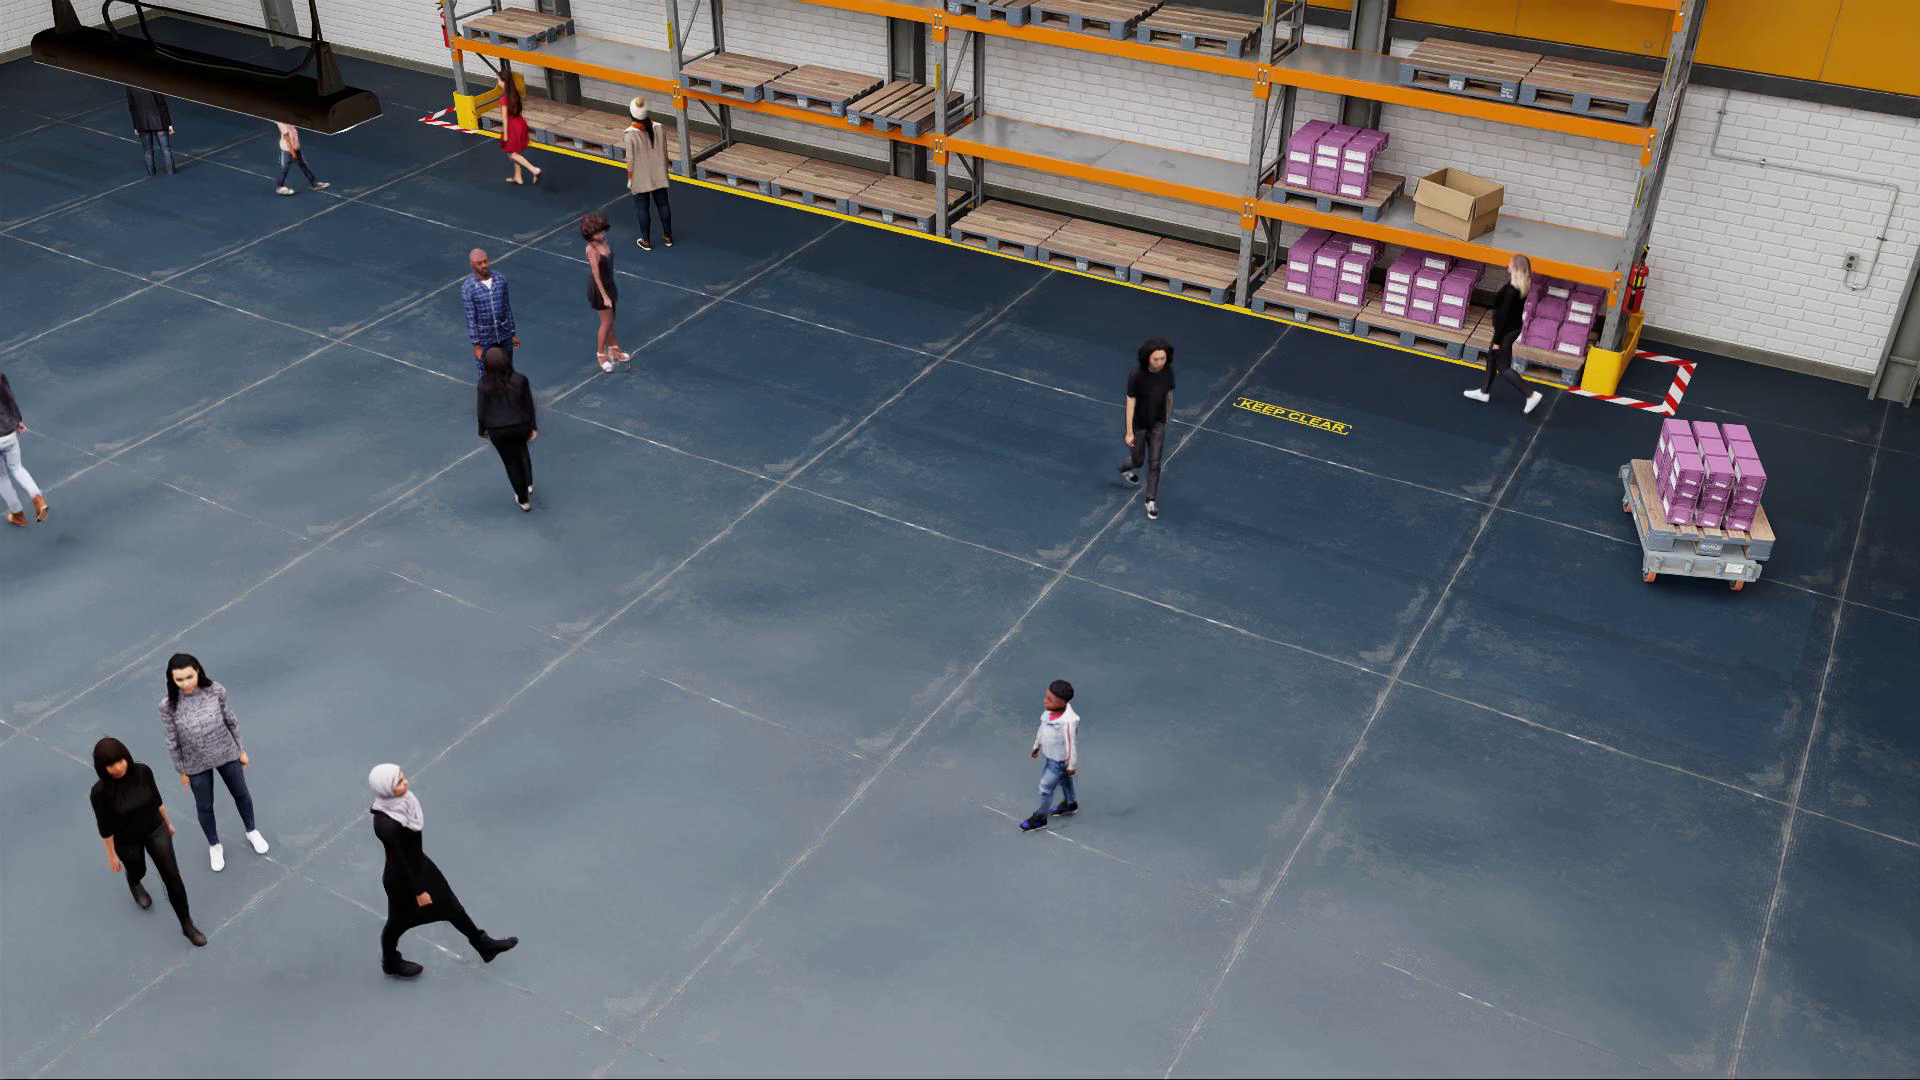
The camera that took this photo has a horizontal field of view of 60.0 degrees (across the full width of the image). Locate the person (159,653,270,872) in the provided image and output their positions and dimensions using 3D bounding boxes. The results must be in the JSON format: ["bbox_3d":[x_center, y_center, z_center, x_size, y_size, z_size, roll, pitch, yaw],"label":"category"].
[{"bbox_3d":[-5.101,1.467,11.325,0.686,1.732,0.683,-19,38,-27],"label":"person"}]

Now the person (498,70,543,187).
[{"bbox_3d":[-5.788,-5.368,21.782,0.876,1.540,0.633,12,35,17],"label":"person"}]

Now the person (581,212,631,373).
[{"bbox_3d":[-3.729,-2.621,17.432,0.708,1.778,0.698,-5,34,-8],"label":"person"}]

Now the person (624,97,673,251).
[{"bbox_3d":[-3.767,-4.440,20.066,0.824,1.894,0.849,-16,37,-23],"label":"person"}]

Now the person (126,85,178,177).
[{"bbox_3d":[-10.869,-5.532,22.284,0.821,1.780,0.813,-4,34,-7],"label":"person"}]

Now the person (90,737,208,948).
[{"bbox_3d":[-5.360,1.895,10.790,1.100,1.610,0.761,29,43,36],"label":"person"}]

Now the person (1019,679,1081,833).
[{"bbox_3d":[0.755,1.483,11.745,0.770,1.239,0.718,-9,35,-13],"label":"person"}]

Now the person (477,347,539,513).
[{"bbox_3d":[-4.069,-0.974,15.119,0.798,1.597,0.863,-20,39,-28],"label":"person"}]

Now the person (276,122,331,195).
[{"bbox_3d":[-8.782,-5.102,21.621,0.975,1.274,0.839,-2,34,-4],"label":"person"}]

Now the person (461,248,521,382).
[{"bbox_3d":[-4.666,-2.050,16.538,0.722,1.819,0.694,-29,43,-36],"label":"person"}]

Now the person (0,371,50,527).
[{"bbox_3d":[-8.524,-0.893,14.794,0.821,1.821,0.685,20,38,27],"label":"person"}]

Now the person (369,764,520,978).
[{"bbox_3d":[-3.523,2.116,10.343,1.191,1.738,1.023,-2,34,-3],"label":"person"}]

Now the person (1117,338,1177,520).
[{"bbox_3d":[1.674,-1.100,15.128,0.980,1.797,1.032,-11,35,-16],"label":"person"}]

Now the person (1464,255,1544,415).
[{"bbox_3d":[5.562,-2.029,16.650,1.064,1.660,0.699,23,40,30],"label":"person"}]
